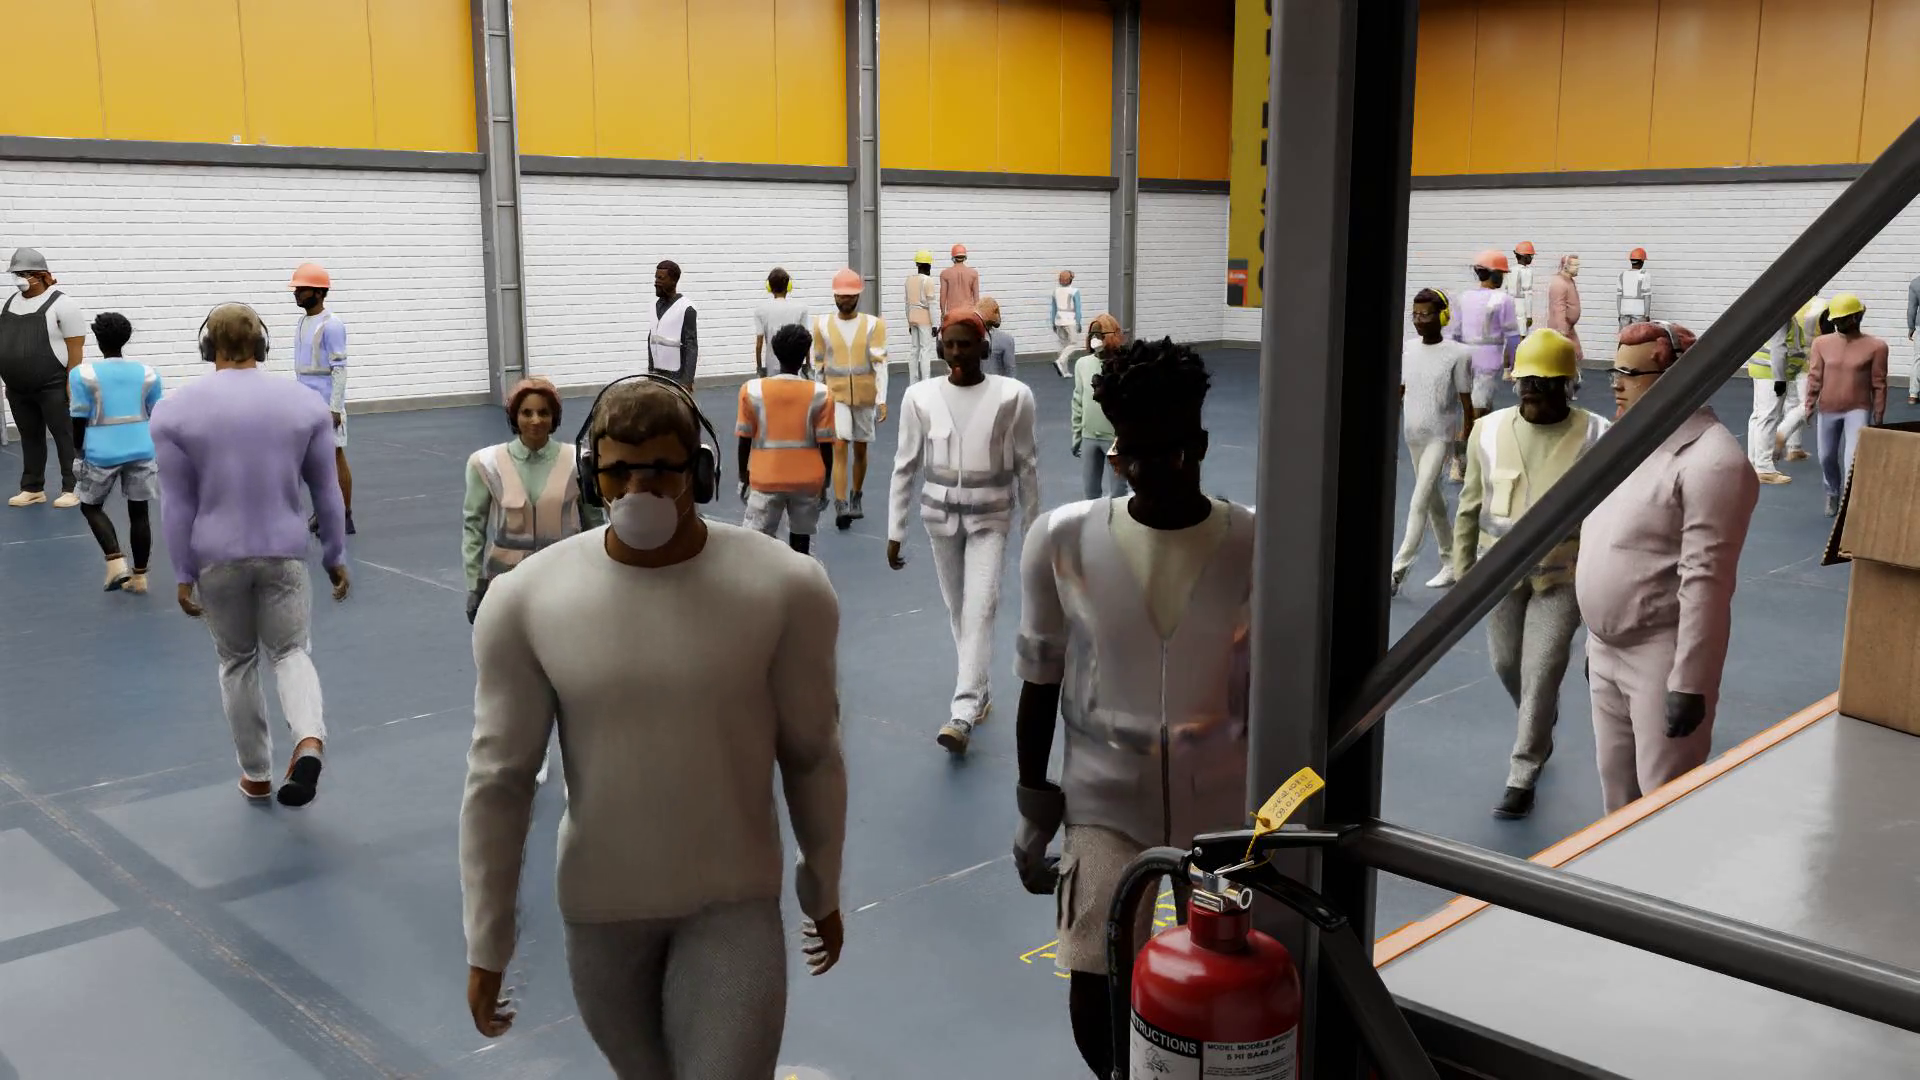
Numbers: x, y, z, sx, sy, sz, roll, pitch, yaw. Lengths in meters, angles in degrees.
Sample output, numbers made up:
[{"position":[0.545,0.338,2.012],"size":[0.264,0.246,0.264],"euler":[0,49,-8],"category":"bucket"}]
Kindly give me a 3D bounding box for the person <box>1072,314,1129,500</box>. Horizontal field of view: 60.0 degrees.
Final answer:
[{"position":[0.932,-0.636,10.719],"size":[0.501,1.633,0.283],"euler":[8,13,38],"category":"person"}]

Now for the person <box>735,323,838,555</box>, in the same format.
[{"position":[-0.902,-0.293,8.723],"size":[0.541,1.675,0.550],"euler":[-1,10,-7],"category":"person"}]

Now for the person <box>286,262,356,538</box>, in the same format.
[{"position":[-4.543,-0.985,11.785],"size":[0.545,1.942,0.354],"euler":[9,14,40],"category":"person"}]

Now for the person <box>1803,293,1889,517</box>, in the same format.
[{"position":[6.543,-0.964,12.268],"size":[0.524,1.722,0.783],"euler":[9,14,41],"category":"person"}]

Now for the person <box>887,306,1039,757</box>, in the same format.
[{"position":[-0.007,-0.044,6.943],"size":[0.607,1.829,0.987],"euler":[3,11,15],"category":"person"}]

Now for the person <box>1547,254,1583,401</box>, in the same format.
[{"position":[7.767,-2.702,21.277],"size":[0.560,1.888,0.682],"euler":[6,12,31],"category":"person"}]

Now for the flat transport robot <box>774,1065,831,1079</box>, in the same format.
[{"position":[-0.570,1.435,3.150],"size":[0.652,0.197,1.431],"euler":[8,13,36],"category":"flat transport robot"}]

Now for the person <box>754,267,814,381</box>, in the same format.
[{"position":[-1.597,-1.548,15.109],"size":[0.535,1.852,0.610],"euler":[0,10,-2],"category":"person"}]

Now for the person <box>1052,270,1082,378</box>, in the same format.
[{"position":[1.555,-3.211,24.777],"size":[0.530,1.623,0.503],"euler":[10,14,42],"category":"person"}]

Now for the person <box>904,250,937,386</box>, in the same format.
[{"position":[-0.507,-2.958,22.578],"size":[0.369,1.928,0.586],"euler":[-9,14,-40],"category":"person"}]

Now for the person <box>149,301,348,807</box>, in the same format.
[{"position":[-2.559,0.086,6.089],"size":[0.640,1.905,0.699],"euler":[-6,12,-31],"category":"person"}]

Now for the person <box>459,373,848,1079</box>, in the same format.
[{"position":[-0.528,0.673,2.868],"size":[0.661,1.889,0.989],"euler":[-1,10,-3],"category":"person"}]

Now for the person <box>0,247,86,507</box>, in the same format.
[{"position":[-7.247,-1.267,13.054],"size":[0.672,2.000,0.536],"euler":[2,11,10],"category":"person"}]

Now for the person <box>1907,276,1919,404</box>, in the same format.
[{"position":[12.258,-2.661,20.934],"size":[0.368,1.939,0.632],"euler":[-10,14,-43],"category":"person"}]

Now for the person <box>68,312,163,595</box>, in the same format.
[{"position":[-4.958,-0.498,9.817],"size":[0.367,1.683,0.559],"euler":[10,14,43],"category":"person"}]

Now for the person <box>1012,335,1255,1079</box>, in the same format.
[{"position":[0.460,0.562,3.380],"size":[0.723,1.940,0.420],"euler":[1,10,6],"category":"person"}]

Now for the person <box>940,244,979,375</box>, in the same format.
[{"position":[-0.008,-3.485,25.269],"size":[0.612,1.997,0.375],"euler":[-1,10,-7],"category":"person"}]

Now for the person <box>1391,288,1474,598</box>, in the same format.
[{"position":[2.725,-0.569,9.852],"size":[0.980,1.814,0.496],"euler":[-7,13,-34],"category":"person"}]

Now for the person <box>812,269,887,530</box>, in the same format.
[{"position":[-0.806,-1.033,12.207],"size":[0.545,1.879,1.005],"euler":[-1,10,-4],"category":"person"}]

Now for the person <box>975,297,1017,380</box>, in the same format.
[{"position":[0.212,-1.161,13.585],"size":[0.507,1.632,0.268],"euler":[2,11,12],"category":"person"}]

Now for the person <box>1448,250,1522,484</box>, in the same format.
[{"position":[4.620,-1.497,14.419],"size":[1.013,1.998,0.632],"euler":[-5,11,-24],"category":"person"}]

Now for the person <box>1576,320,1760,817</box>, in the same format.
[{"position":[1.958,0.326,4.776],"size":[0.400,1.900,0.636],"euler":[-1,10,-7],"category":"person"}]

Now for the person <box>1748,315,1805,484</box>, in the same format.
[{"position":[7.058,-1.411,14.399],"size":[0.430,1.840,0.619],"euler":[3,11,17],"category":"person"}]

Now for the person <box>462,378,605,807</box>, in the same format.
[{"position":[-1.583,0.208,6.222],"size":[0.520,1.600,0.844],"euler":[-2,11,-12],"category":"person"}]

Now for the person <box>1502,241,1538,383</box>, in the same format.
[{"position":[8.153,-3.309,24.179],"size":[0.373,2.042,0.614],"euler":[-2,11,-12],"category":"person"}]

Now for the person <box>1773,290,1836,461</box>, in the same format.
[{"position":[7.824,-1.615,15.553],"size":[0.712,1.825,0.617],"euler":[-5,11,-25],"category":"person"}]

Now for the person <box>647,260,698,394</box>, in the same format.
[{"position":[-2.465,-1.428,14.265],"size":[0.591,1.919,0.392],"euler":[9,14,41],"category":"person"}]

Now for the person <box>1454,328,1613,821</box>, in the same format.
[{"position":[2.197,0.092,6.312],"size":[0.600,1.804,0.826],"euler":[7,13,34],"category":"person"}]

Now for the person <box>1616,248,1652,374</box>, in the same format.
[{"position":[10.300,-3.482,25.415],"size":[0.354,1.939,0.545],"euler":[-8,13,-38],"category":"person"}]
